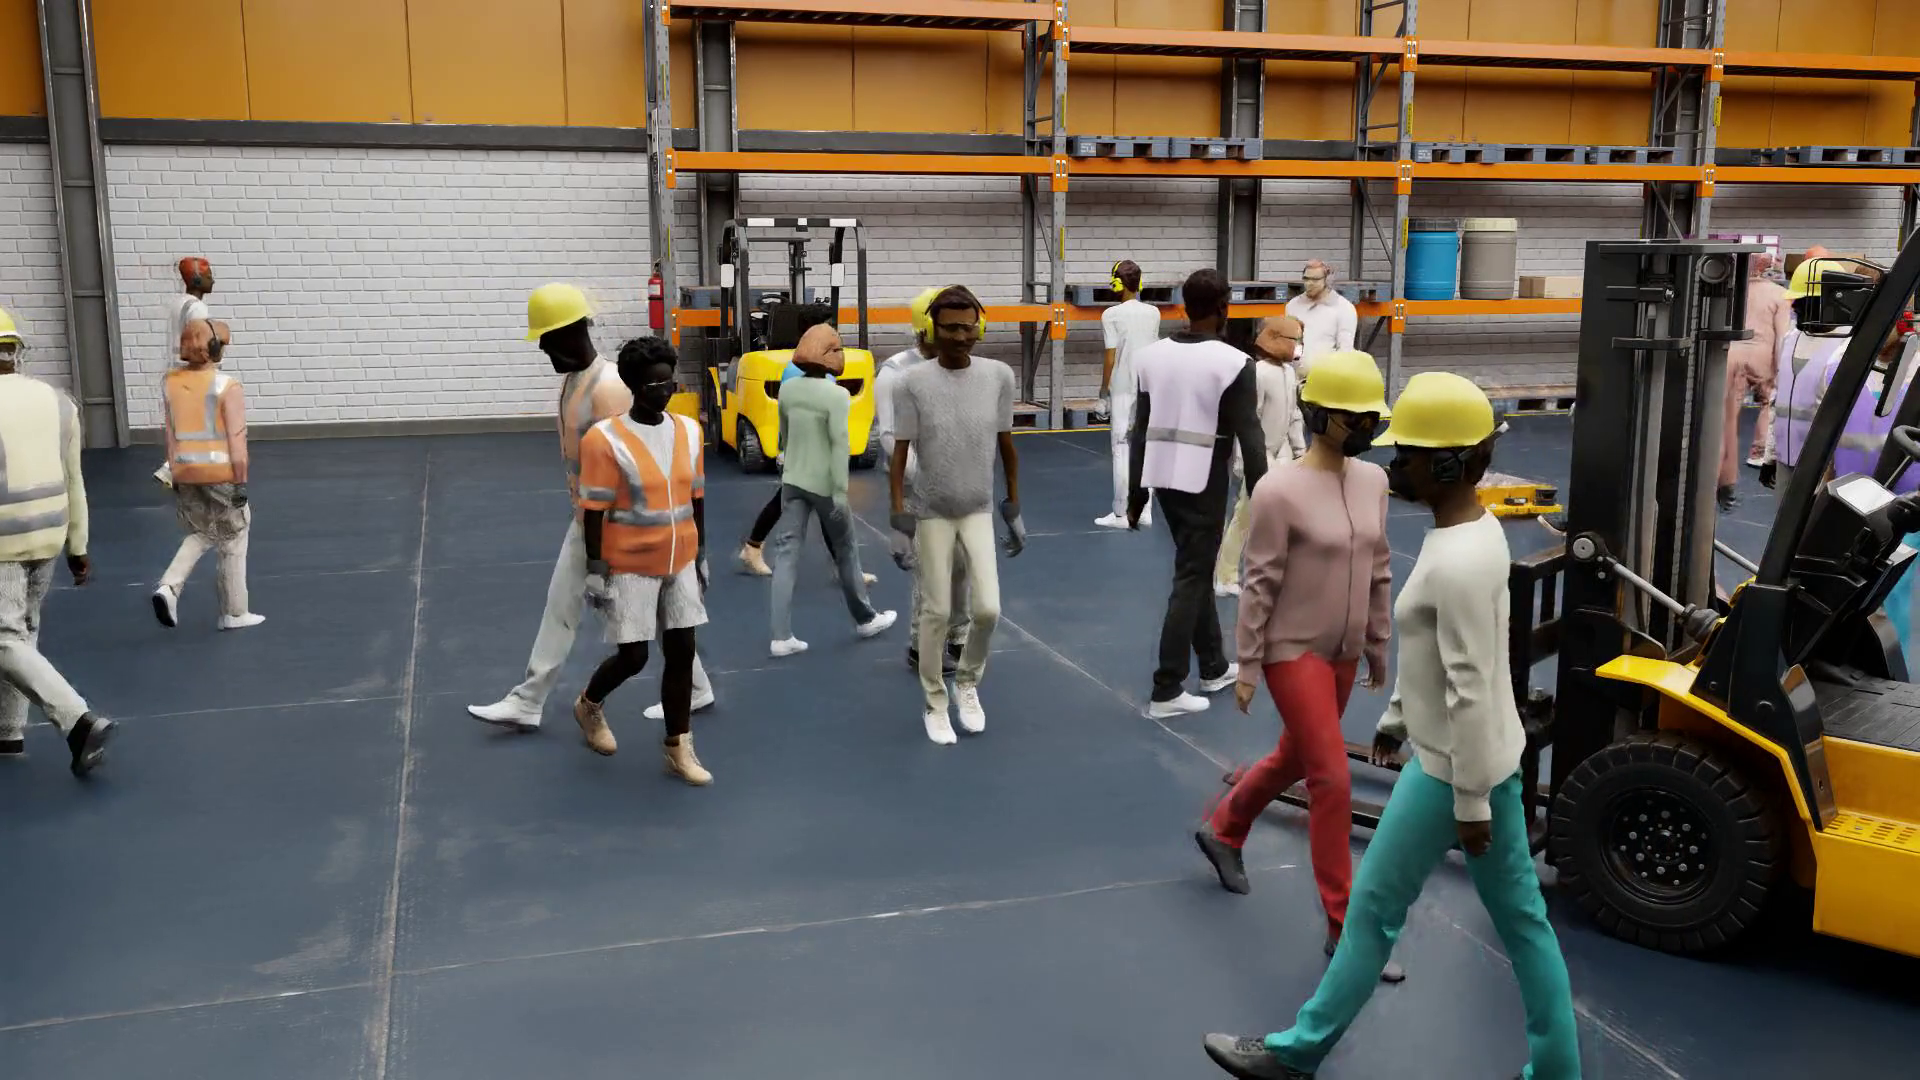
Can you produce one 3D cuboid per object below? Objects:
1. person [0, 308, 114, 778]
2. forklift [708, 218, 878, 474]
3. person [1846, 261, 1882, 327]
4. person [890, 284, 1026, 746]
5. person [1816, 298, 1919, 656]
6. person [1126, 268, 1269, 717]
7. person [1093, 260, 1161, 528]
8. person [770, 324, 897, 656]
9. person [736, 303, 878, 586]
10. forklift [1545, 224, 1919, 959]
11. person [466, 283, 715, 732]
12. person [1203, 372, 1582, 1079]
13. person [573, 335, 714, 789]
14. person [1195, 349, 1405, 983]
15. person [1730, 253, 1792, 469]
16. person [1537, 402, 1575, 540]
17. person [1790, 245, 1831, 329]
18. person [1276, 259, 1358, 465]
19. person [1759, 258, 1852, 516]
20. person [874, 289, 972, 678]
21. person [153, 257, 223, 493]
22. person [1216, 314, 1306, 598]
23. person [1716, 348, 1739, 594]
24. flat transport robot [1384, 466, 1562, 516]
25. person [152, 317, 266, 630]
[{"bbox_3d":[-3.534,0.005,6.230,0.792,1.798,0.594,3,11,18],"label":"person"},{"bbox_3d":[-1.522,-1.778,14.899,1.214,2.155,2.313,-3,11,-17],"label":"forklift"},{"bbox_3d":[6.639,-1.123,12.272,0.429,1.845,0.621,-8,13,-38],"label":"person"},{"bbox_3d":[0.000,-0.087,6.603,0.584,1.841,0.430,-3,11,-15],"label":"person"},{"bbox_3d":[4.026,-0.177,7.192,0.801,1.814,0.590,-9,14,-41],"label":"person"},{"bbox_3d":[1.094,-0.211,7.162,0.878,1.876,0.631,-9,14,-41],"label":"person"},{"bbox_3d":[1.159,-1.011,11.606,0.515,1.865,0.329,-7,12,-34],"label":"person"},{"bbox_3d":[-0.654,-0.257,8.176,0.520,1.591,0.823,8,13,39],"label":"person"},{"bbox_3d":[-0.947,-0.564,9.738,0.908,1.650,0.539,3,11,15],"label":"person"},{"bbox_3d":[2.909,0.117,4.508,2.313,2.155,1.214,9,14,40],"label":"forklift"},{"bbox_3d":[-1.495,-0.120,6.795,1.033,1.837,0.665,-6,12,-30],"label":"person"},{"bbox_3d":[1.036,0.485,3.793,0.912,1.721,0.539,5,11,23],"label":"person"},{"bbox_3d":[-1.195,0.076,6.146,0.545,1.677,0.543,10,14,43],"label":"person"},{"bbox_3d":[0.982,0.301,4.804,0.525,1.725,0.870,-8,13,-37],"label":"person"},{"bbox_3d":[6.866,-1.529,14.393,0.598,1.879,0.746,-8,13,-36],"label":"person"},{"bbox_3d":[4.299,-0.922,10.973,1.003,1.912,0.613,-1,10,-5],"label":"person"},{"bbox_3d":[8.391,-1.927,16.412,0.553,1.934,0.360,-1,10,-3],"label":"person"},{"bbox_3d":[2.745,-1.252,12.974,0.656,1.840,1.017,9,14,40],"label":"person"},{"bbox_3d":[4.150,-0.406,8.127,0.383,1.921,0.585,-3,11,-15],"label":"person"},{"bbox_3d":[-0.089,-0.246,7.623,0.613,1.792,0.506,-7,13,-34],"label":"person"},{"bbox_3d":[-5.780,-1.187,12.542,0.478,1.873,0.575,-8,13,-36],"label":"person"},{"bbox_3d":[1.740,-0.429,9.143,0.762,1.598,0.494,5,12,27],"label":"person"},{"bbox_3d":[3.390,-0.298,7.721,0.664,1.865,0.845,-5,11,-24],"label":"person"},{"bbox_3d":[3.824,-0.388,12.551,0.652,0.197,1.431,-3,11,-17],"label":"flat transport robot"},{"bbox_3d":[-3.837,-0.312,8.427,0.521,1.619,0.505,3,11,18],"label":"person"}]
